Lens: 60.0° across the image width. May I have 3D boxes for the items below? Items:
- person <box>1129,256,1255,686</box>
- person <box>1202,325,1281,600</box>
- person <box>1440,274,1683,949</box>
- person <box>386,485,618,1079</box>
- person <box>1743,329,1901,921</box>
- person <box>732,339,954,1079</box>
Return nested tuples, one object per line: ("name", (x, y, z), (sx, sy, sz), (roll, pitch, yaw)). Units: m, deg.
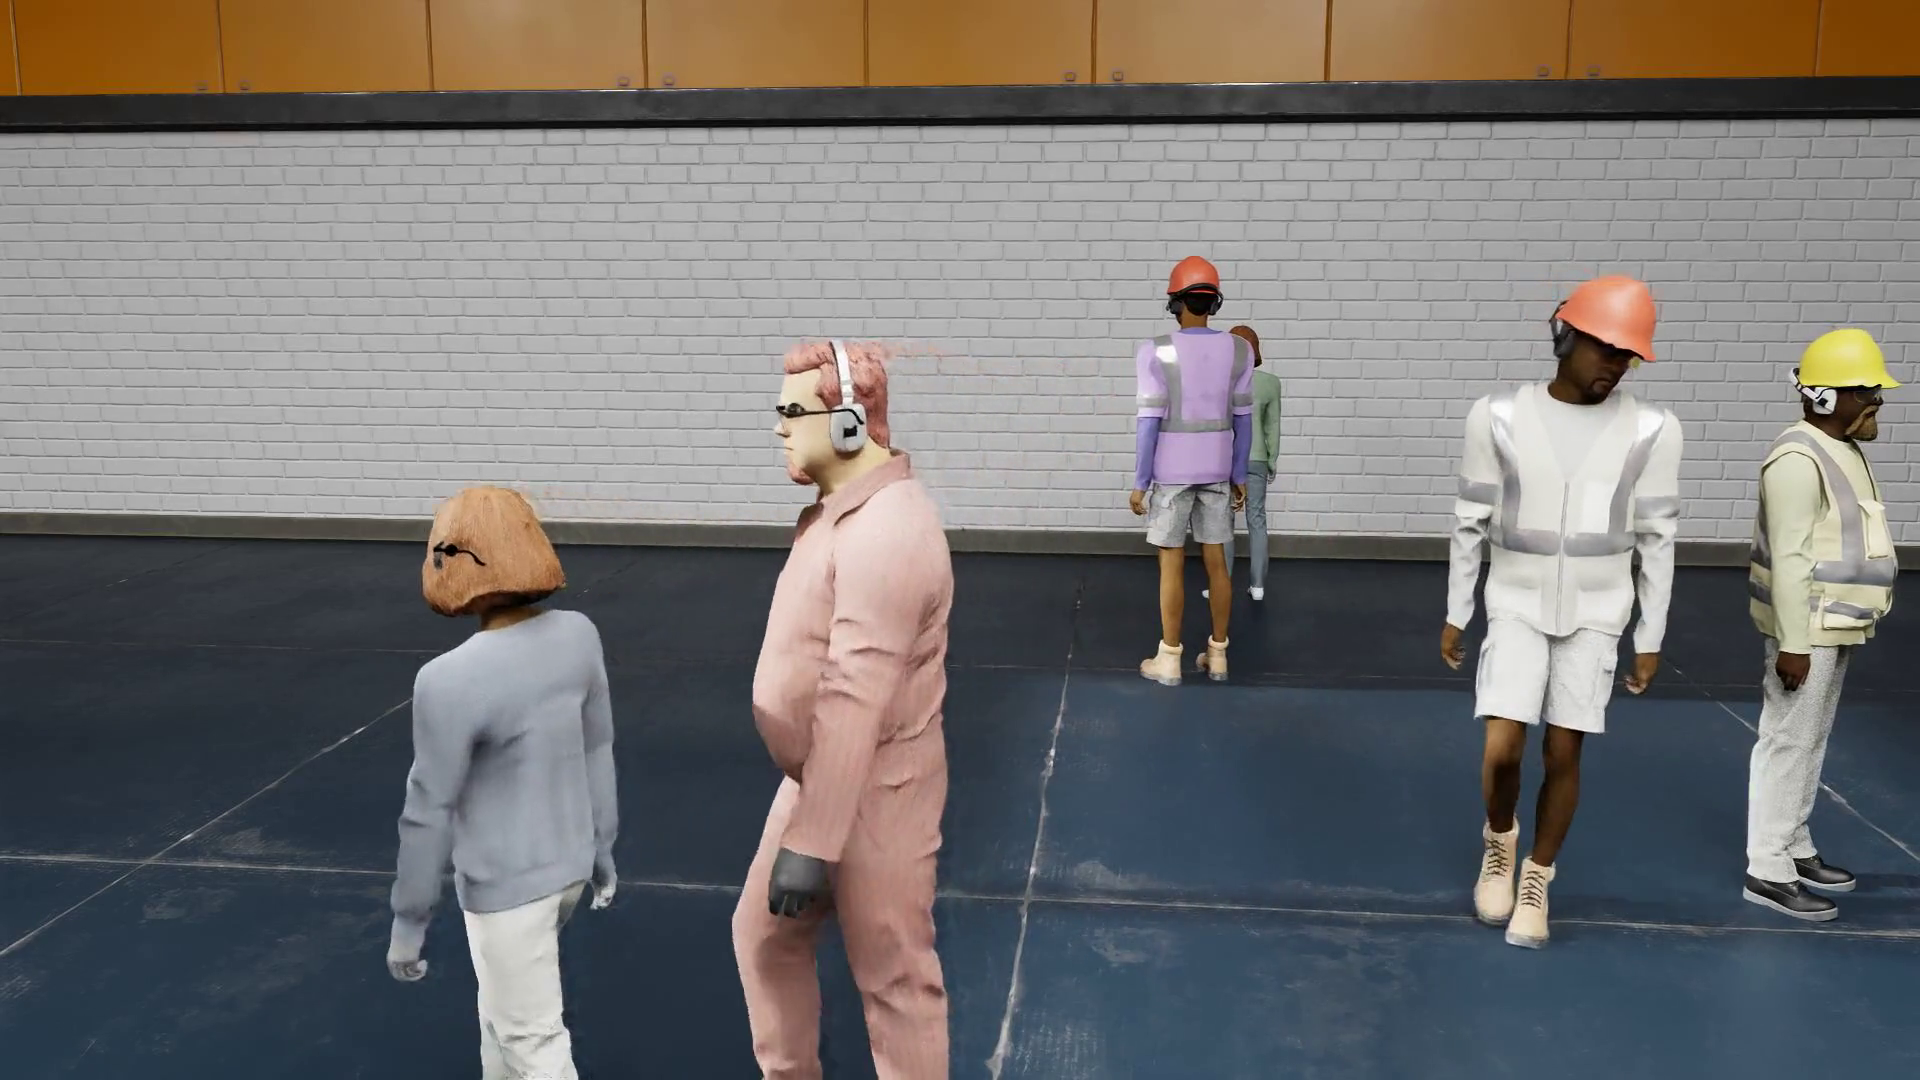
("person", (1.094, -0.325, 7.965), (0.615, 2.041, 0.376), (-3, 10, -19))
("person", (1.645, -0.444, 9.820), (0.507, 1.633, 0.278), (-2, 10, -14))
("person", (1.748, 0.232, 4.892), (0.654, 2.003, 0.437), (3, 10, 18))
("person", (-0.980, 0.690, 3.357), (0.670, 1.608, 0.523), (4, 11, 21))
("person", (2.704, 0.257, 5.238), (0.404, 1.832, 0.600), (8, 13, 38))
("person", (-0.330, 0.537, 3.464), (0.680, 1.889, 0.653), (-2, 10, -14))
